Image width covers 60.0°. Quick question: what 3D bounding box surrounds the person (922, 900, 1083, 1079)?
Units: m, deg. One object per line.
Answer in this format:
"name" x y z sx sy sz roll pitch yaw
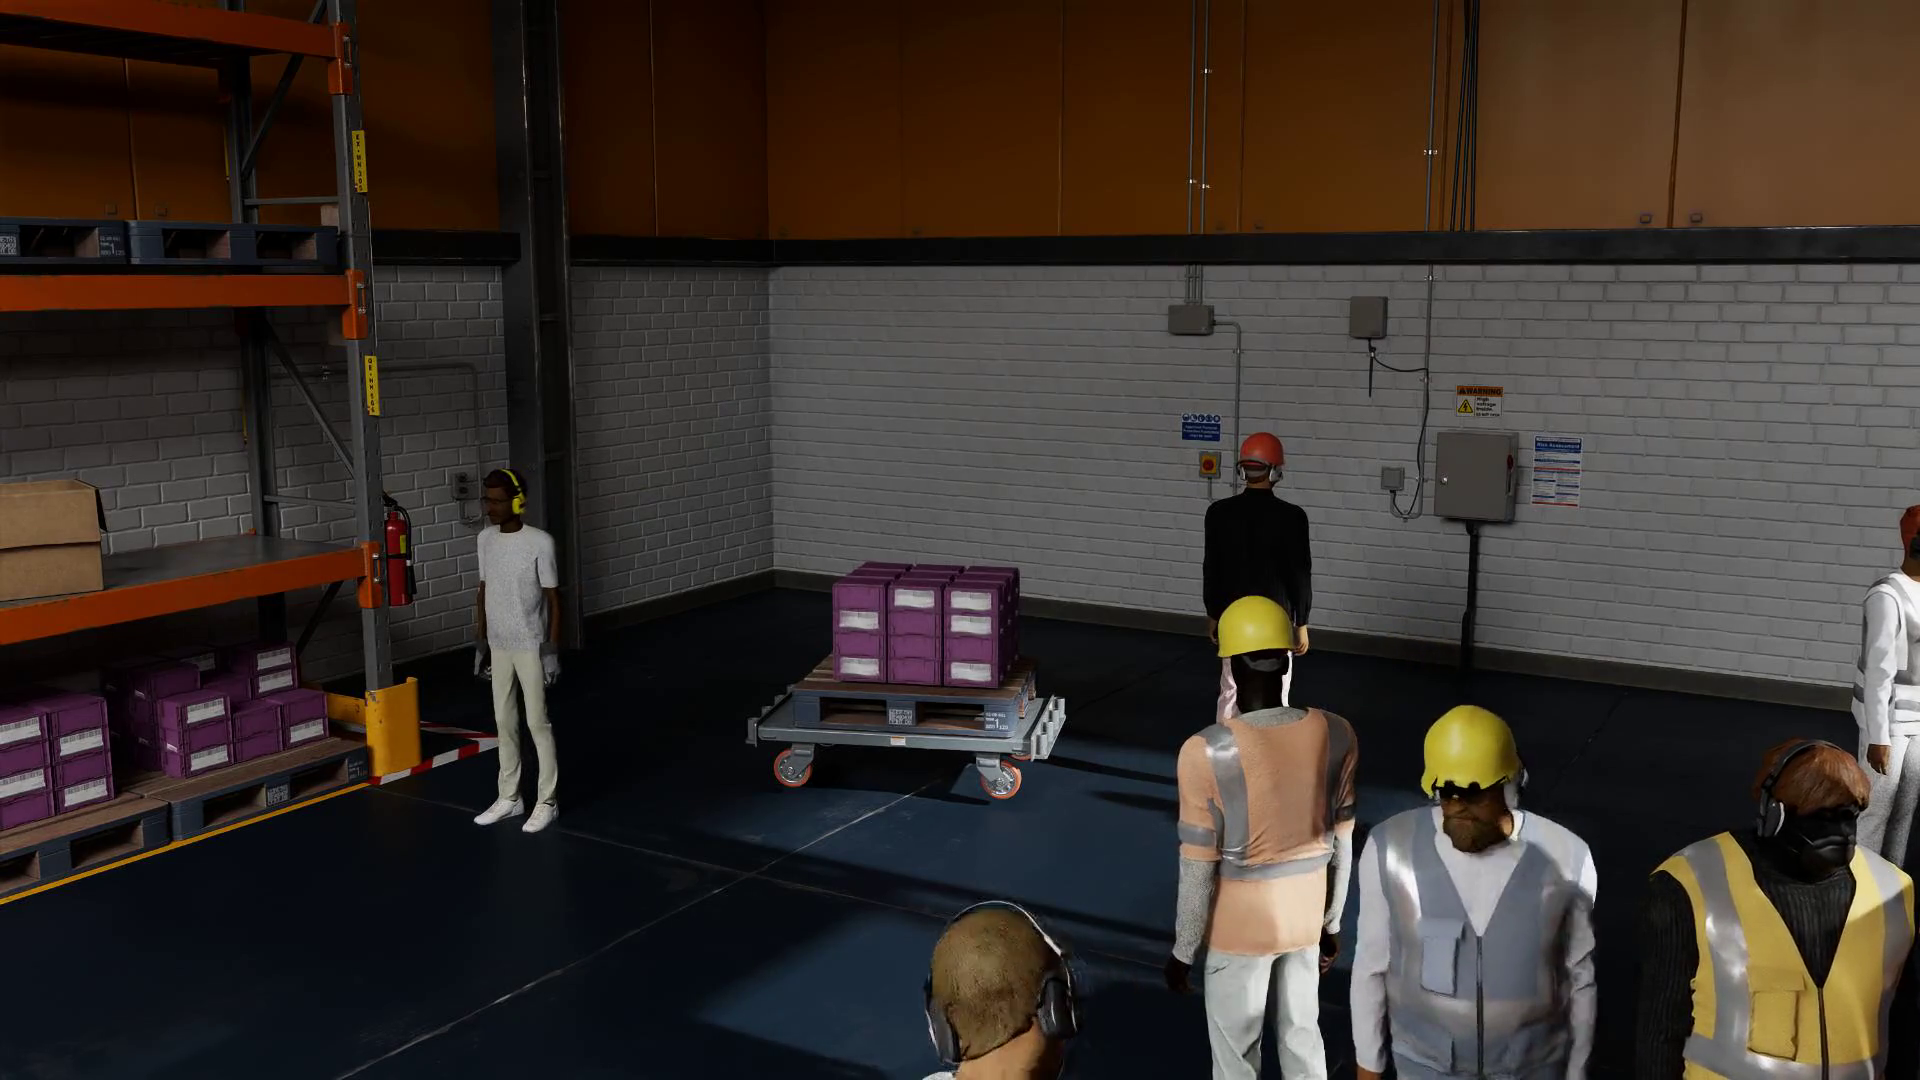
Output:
"person" 0.020 1.510 2.493 0.370 1.894 0.709 -1 9 -8

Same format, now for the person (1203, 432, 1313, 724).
"person" 1.610 0.413 8.985 0.608 1.995 0.378 5 11 31

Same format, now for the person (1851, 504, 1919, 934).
"person" 3.995 0.781 7.061 0.575 1.880 0.359 -7 12 -38

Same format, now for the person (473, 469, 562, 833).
"person" -2.262 0.559 8.484 0.533 1.864 0.311 4 10 24

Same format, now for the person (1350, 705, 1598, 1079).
"person" 1.308 1.264 4.264 0.598 1.804 0.676 2 9 13

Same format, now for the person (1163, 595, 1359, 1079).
"person" 0.863 1.114 4.851 0.585 1.917 0.381 -4 10 -22

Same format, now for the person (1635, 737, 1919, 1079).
"person" 1.838 1.334 3.751 0.626 1.836 0.428 0 9 1
